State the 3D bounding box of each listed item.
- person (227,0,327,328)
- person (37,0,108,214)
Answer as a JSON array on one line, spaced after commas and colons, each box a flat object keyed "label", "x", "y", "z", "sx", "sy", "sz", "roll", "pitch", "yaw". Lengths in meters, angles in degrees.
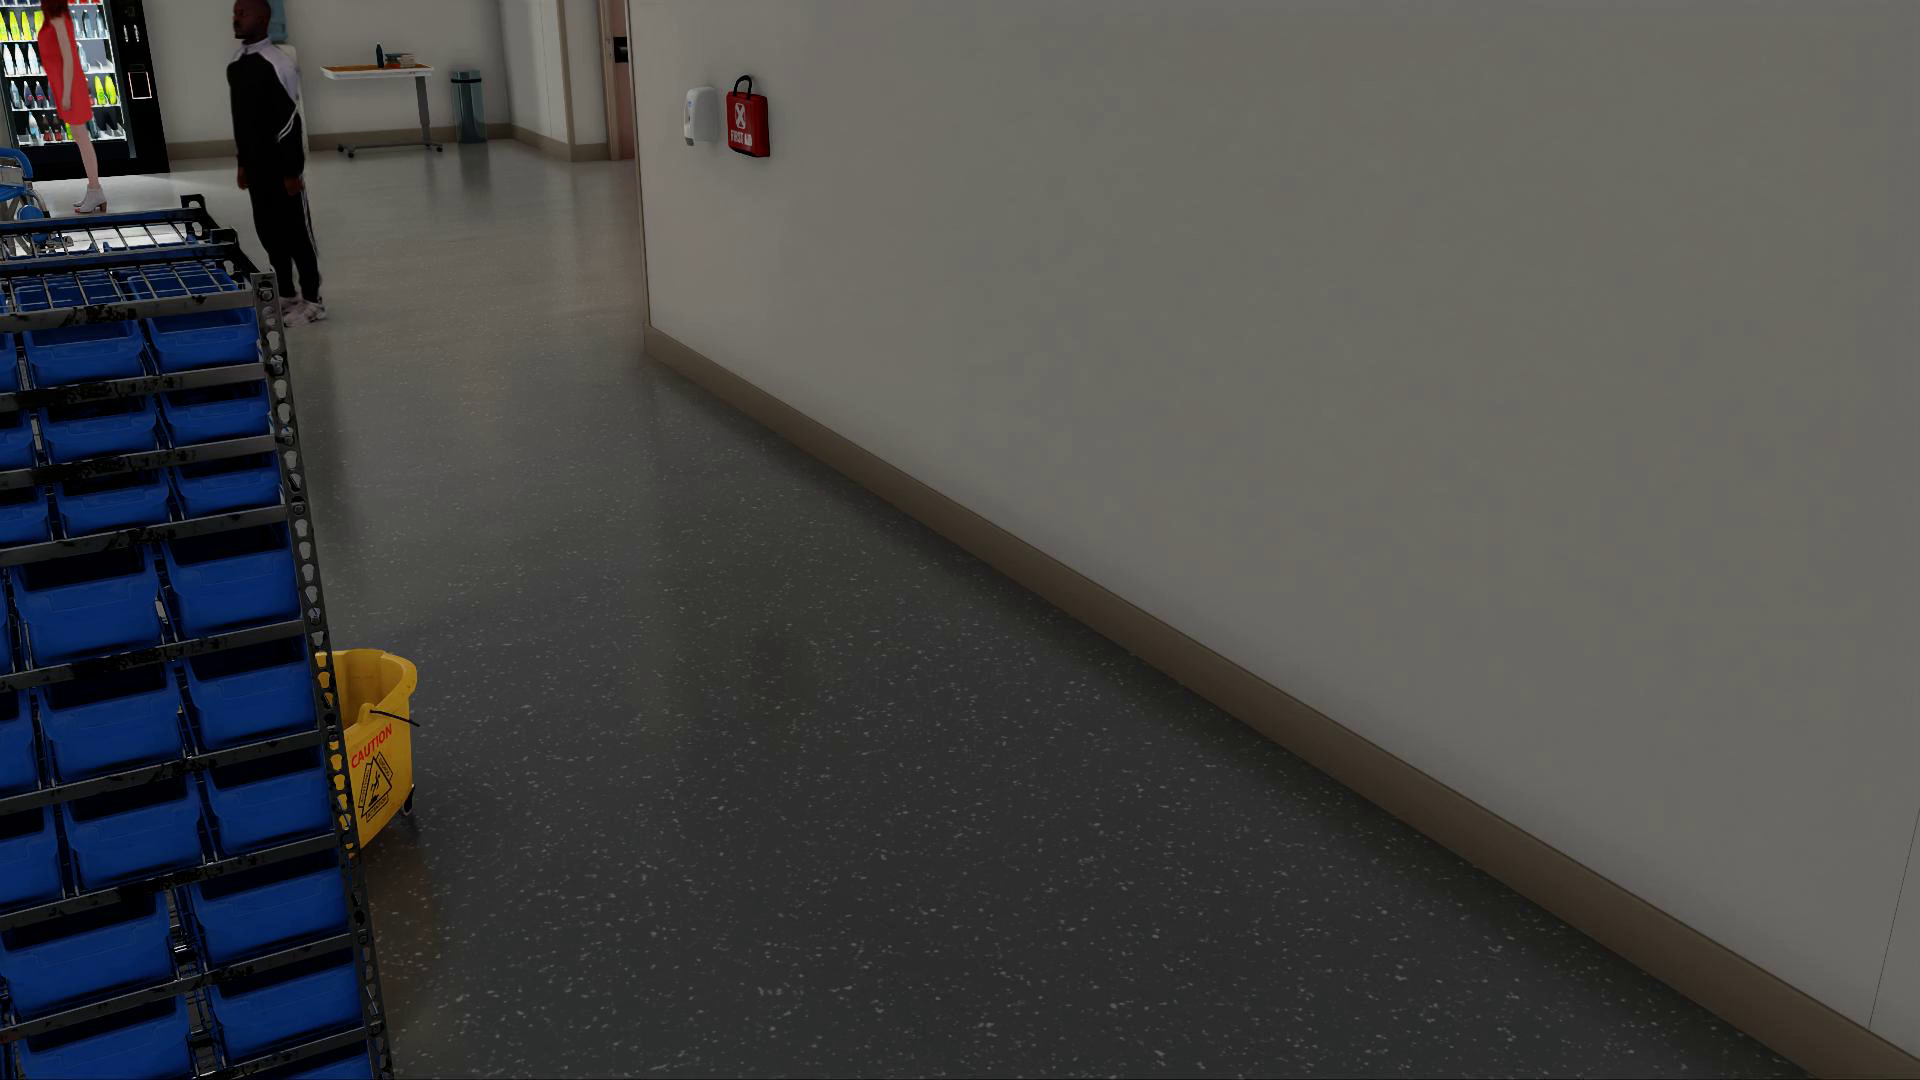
[{"label": "person", "x": -3.885, "y": -2.162, "z": 9.458, "sx": 0.728, "sy": 1.825, "sz": 0.694, "roll": 16, "pitch": 26, "yaw": 35}, {"label": "person", "x": -6.942, "y": -3.499, "z": 12.985, "sx": 0.515, "sy": 1.828, "sz": 0.604, "roll": -10, "pitch": 23, "yaw": -24}]
